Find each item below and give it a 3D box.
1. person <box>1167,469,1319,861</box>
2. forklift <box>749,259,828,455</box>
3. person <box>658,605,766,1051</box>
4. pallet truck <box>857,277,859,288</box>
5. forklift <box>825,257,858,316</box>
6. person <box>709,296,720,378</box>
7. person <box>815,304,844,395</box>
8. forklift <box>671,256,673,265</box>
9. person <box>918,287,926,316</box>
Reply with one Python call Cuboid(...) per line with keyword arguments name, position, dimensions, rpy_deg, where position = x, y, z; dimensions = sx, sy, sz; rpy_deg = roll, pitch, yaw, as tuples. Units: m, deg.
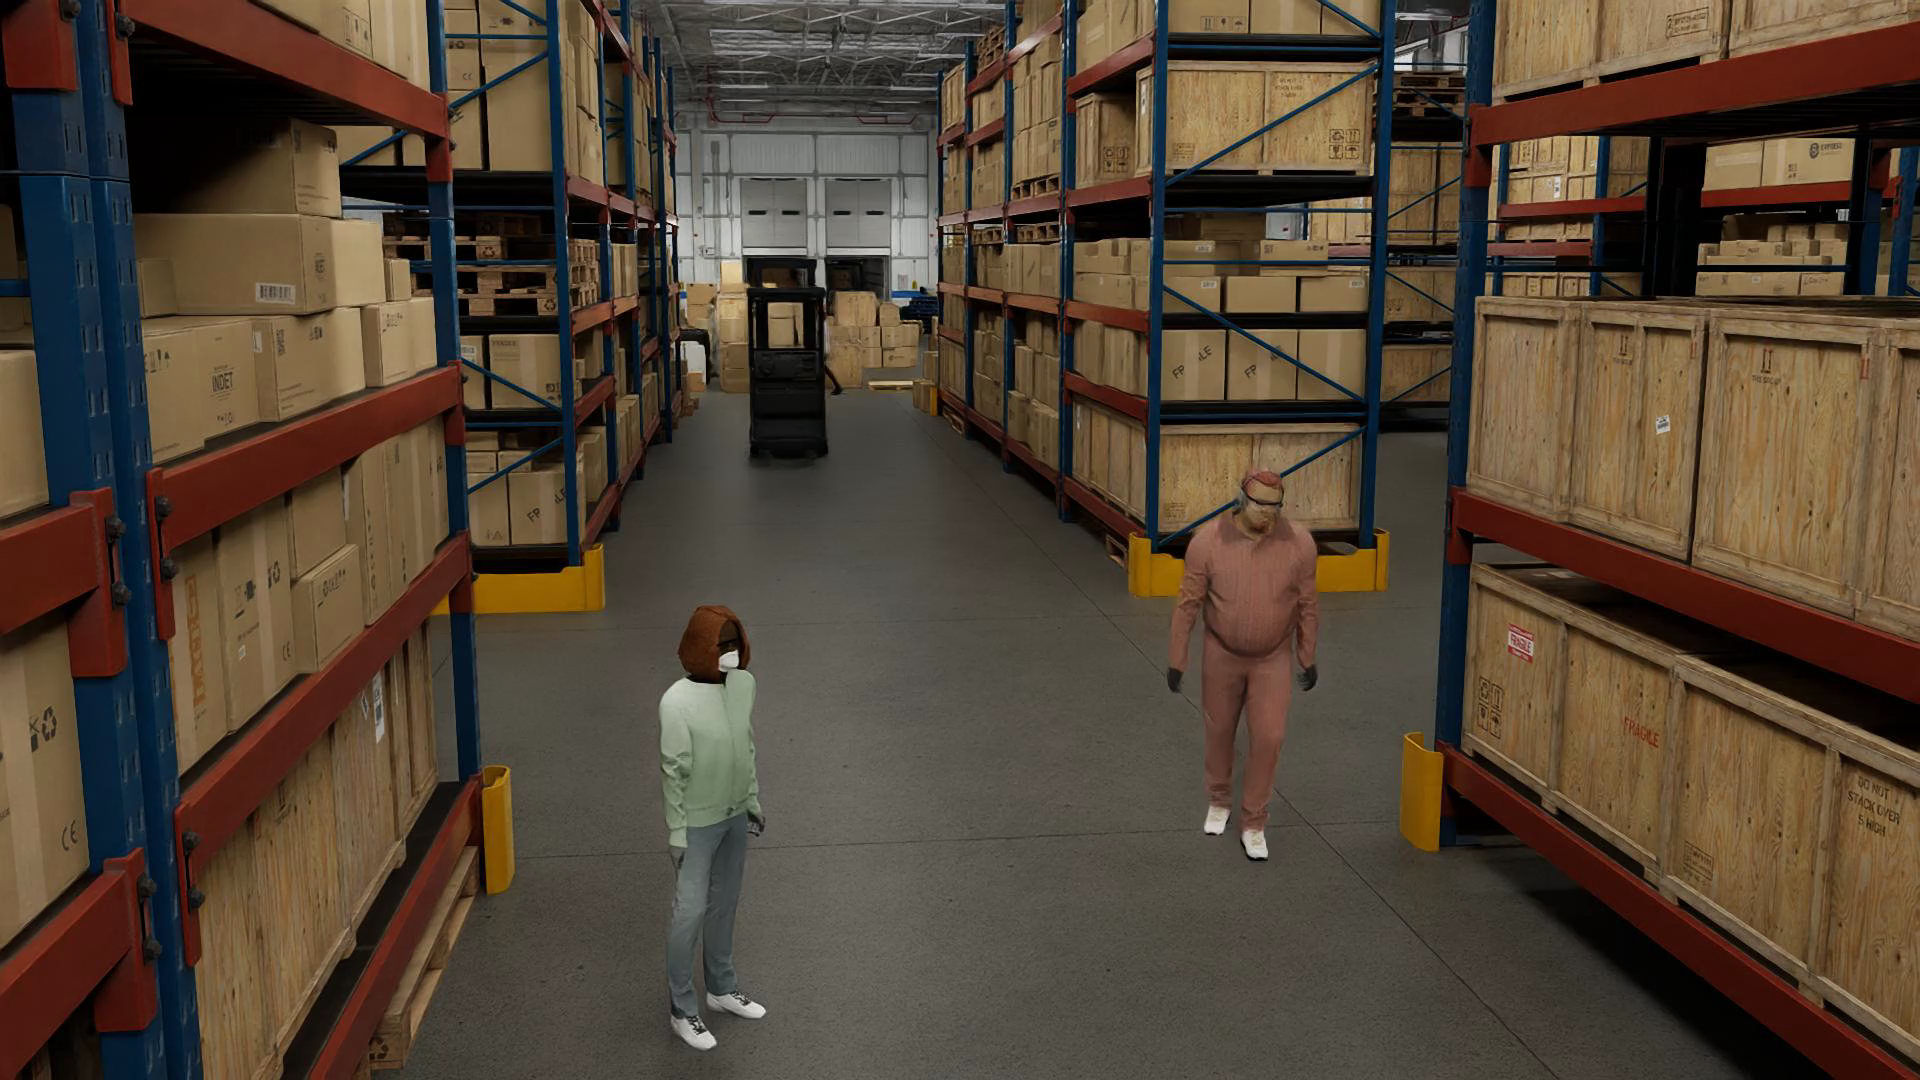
Cuboid(name="person", position=(1.377, 0.592, 8.046), dimensions=(0.715, 1.863, 0.826), rpy_deg=(1, 10, 7))
Cuboid(name="forklift", position=(-2.555, -2.728, 24.447), dimensions=(1.129, 2.768, 1.873), rpy_deg=(-1, 10, -7))
Cuboid(name="person", position=(-0.909, 1.037, 6.153), dimensions=(0.269, 1.632, 0.504), rpy_deg=(6, 11, 31))
Cuboid(name="pallet truck", position=(-3.782, -9.391, 65.808), dimensions=(1.885, 1.965, 0.823), rpy_deg=(2, 10, 10))
Cuboid(name="forklift", position=(-3.425, -6.810, 48.214), dimensions=(1.129, 2.768, 1.873), rpy_deg=(-3, 10, -16))
Cuboid(name="person", position=(-5.668, -4.783, 39.196), dimensions=(0.663, 1.924, 0.644), rpy_deg=(-3, 10, -18))
Cuboid(name="person", position=(-2.841, -3.891, 34.107), dimensions=(0.978, 1.895, 0.561), rpy_deg=(-2, 10, -10))
Cuboid(name="forklift", position=(-11.044, -9.144, 61.803), dimensions=(1.129, 2.768, 1.873), rpy_deg=(-1, 10, -7))
Cuboid(name="person", position=(-1.516, -8.795, 63.280), dimensions=(0.727, 1.664, 0.547), rpy_deg=(-2, 10, -12))
